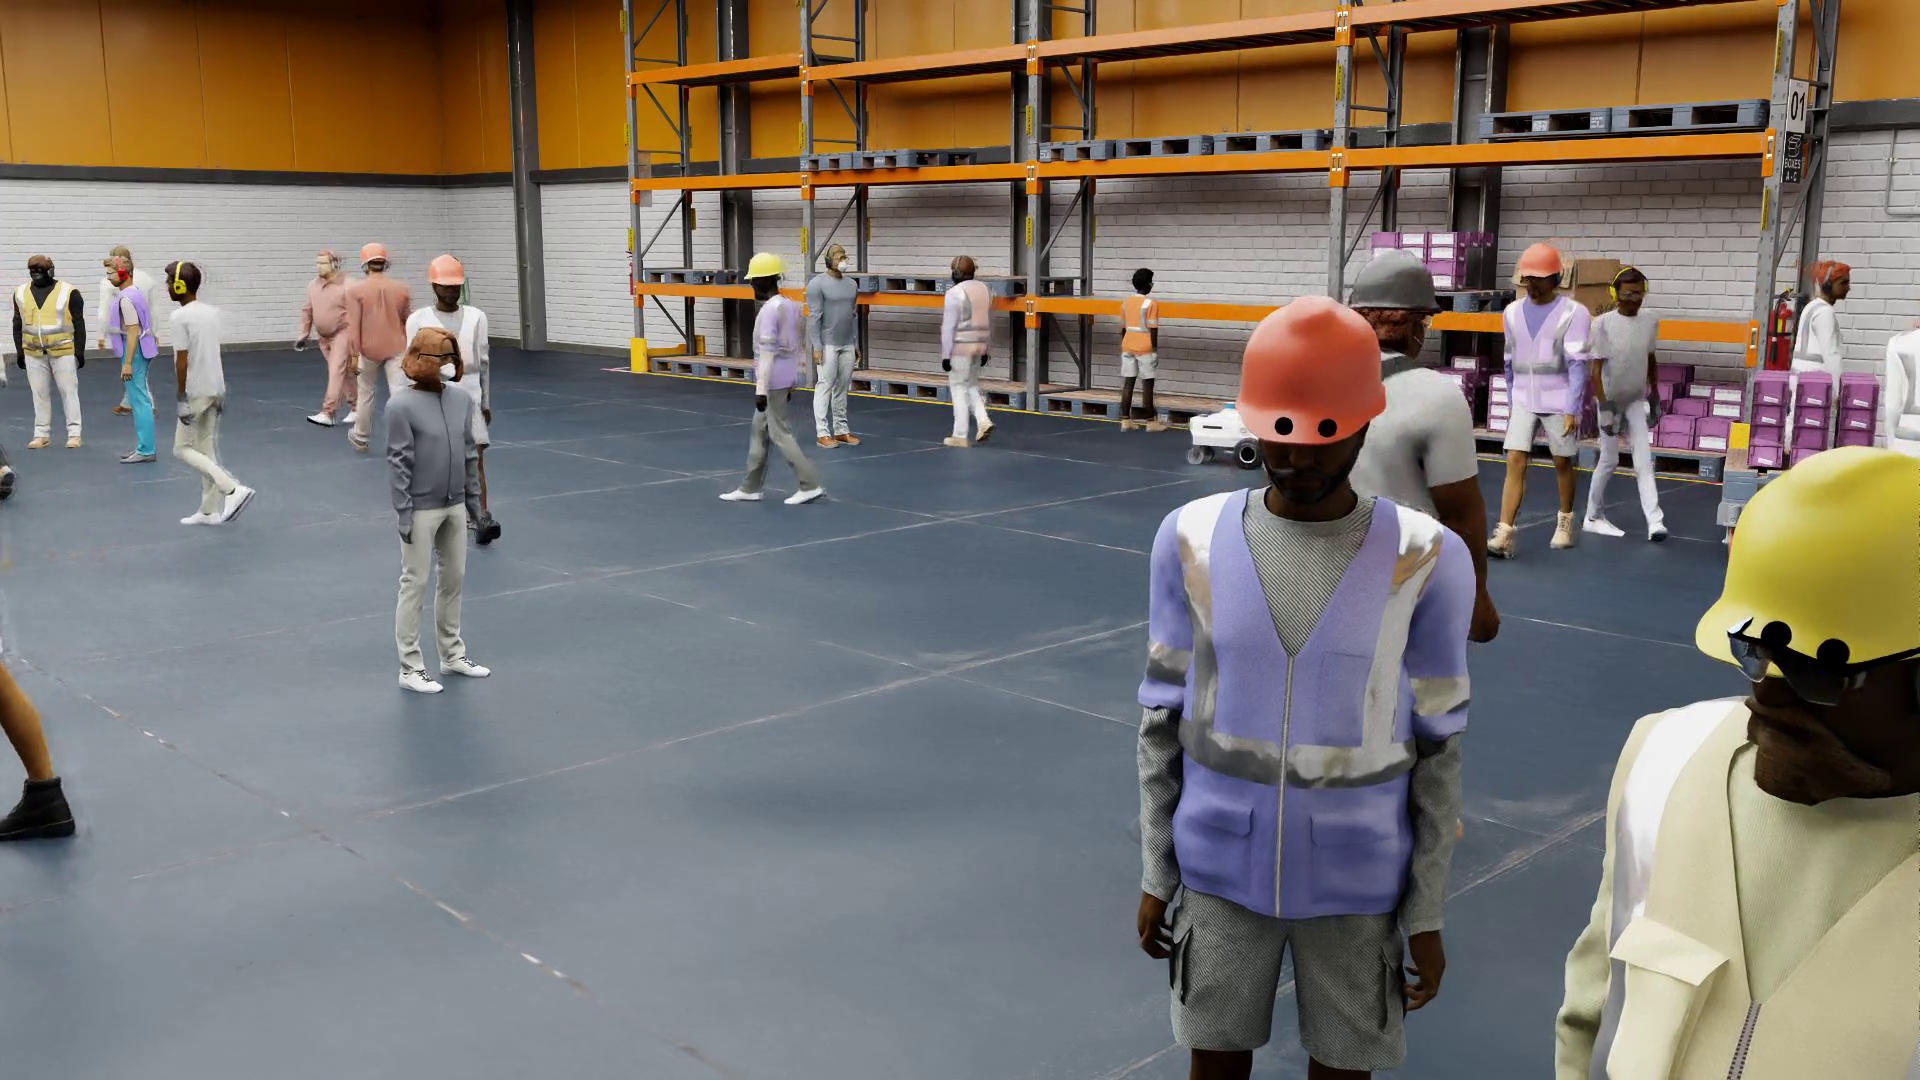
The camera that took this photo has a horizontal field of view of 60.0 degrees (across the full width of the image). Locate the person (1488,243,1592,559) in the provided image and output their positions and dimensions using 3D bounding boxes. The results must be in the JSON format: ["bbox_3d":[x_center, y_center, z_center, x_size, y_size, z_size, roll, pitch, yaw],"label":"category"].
[{"bbox_3d":[3.677,-0.870,10.487,1.077,1.980,0.636,-10,14,-43],"label":"person"}]

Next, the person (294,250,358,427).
[{"bbox_3d":[-6.706,-2.145,17.742,0.656,1.859,0.975,5,11,25],"label":"person"}]

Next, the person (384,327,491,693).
[{"bbox_3d":[-2.339,-0.137,7.436,0.288,1.626,0.497,5,12,26],"label":"person"}]

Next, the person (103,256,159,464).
[{"bbox_3d":[-7.370,-1.604,14.842,0.390,1.839,0.564,-4,11,-21],"label":"person"}]

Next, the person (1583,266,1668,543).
[{"bbox_3d":[4.432,-0.877,10.942,0.612,1.818,0.851,-2,11,-13],"label":"person"}]

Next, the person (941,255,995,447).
[{"bbox_3d":[0.041,-1.798,15.914,0.435,1.832,0.648,8,13,38],"label":"person"}]

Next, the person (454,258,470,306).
[{"bbox_3d":[-8.826,-4.117,29.105,0.497,1.633,0.284,-5,11,-25],"label":"person"}]

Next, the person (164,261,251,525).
[{"bbox_3d":[-5.224,-1.001,11.526,0.506,1.852,0.510,2,11,11],"label":"person"}]

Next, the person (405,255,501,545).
[{"bbox_3d":[-3.326,-0.910,10.921,0.574,1.881,0.992,-6,12,-31],"label":"person"}]

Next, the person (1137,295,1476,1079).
[{"bbox_3d":[0.552,0.563,2.782,0.542,1.929,0.368,3,11,18],"label":"person"}]

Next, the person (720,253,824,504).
[{"bbox_3d":[-1.415,-1.201,12.495,0.812,1.898,0.603,1,10,3],"label":"person"}]

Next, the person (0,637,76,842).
[{"bbox_3d":[-3.465,0.098,5.437,1.006,1.878,0.564,-2,11,-8],"label":"person"}]

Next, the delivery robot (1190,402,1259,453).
[{"bbox_3d":[2.393,-0.973,14.646,0.707,0.478,0.477,6,12,27],"label":"delivery robot"}]

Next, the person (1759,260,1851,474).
[{"bbox_3d":[6.336,-1.122,12.235,0.957,1.838,0.590,4,11,23],"label":"person"}]

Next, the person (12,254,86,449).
[{"bbox_3d":[-8.655,-1.783,15.814,0.634,1.839,0.429,-2,11,-8],"label":"person"}]

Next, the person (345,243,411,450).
[{"bbox_3d":[-5.375,-1.753,15.368,0.652,1.938,1.019,-8,13,-37],"label":"person"}]

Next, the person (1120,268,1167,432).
[{"bbox_3d":[1.865,-1.949,17.125,0.359,1.694,0.549,-8,13,-37],"label":"person"}]

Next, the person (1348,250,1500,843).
[{"bbox_3d":[1.258,0.079,5.115,1.010,2.000,0.689,-5,12,-26],"label":"person"}]

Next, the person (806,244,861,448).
[{"bbox_3d":[-1.190,-1.857,15.948,0.372,1.940,0.632,8,13,38],"label":"person"}]

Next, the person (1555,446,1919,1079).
[{"bbox_3d":[0.874,0.803,1.760,0.403,1.823,0.586,-8,13,-38],"label":"person"}]

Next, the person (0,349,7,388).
[{"bbox_3d":[-8.601,-1.423,14.458,0.537,1.610,0.457,2,11,10],"label":"person"}]

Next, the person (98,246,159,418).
[{"bbox_3d":[-9.226,-2.288,18.399,0.843,1.904,0.652,5,11,25],"label":"person"}]

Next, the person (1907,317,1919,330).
[{"bbox_3d":[7.414,-1.161,12.636,0.559,1.745,0.470,0,10,-1],"label":"person"}]

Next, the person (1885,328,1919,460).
[{"bbox_3d":[4.821,-0.394,8.176,0.576,1.861,0.470,8,13,38],"label":"person"}]

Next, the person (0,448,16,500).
[{"bbox_3d":[-7.612,-1.184,12.636,0.863,1.824,0.517,6,12,31],"label":"person"}]

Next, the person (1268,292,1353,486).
[{"bbox_3d":[1.189,0.110,5.390,0.495,1.881,0.665,-8,13,-37],"label":"person"}]
